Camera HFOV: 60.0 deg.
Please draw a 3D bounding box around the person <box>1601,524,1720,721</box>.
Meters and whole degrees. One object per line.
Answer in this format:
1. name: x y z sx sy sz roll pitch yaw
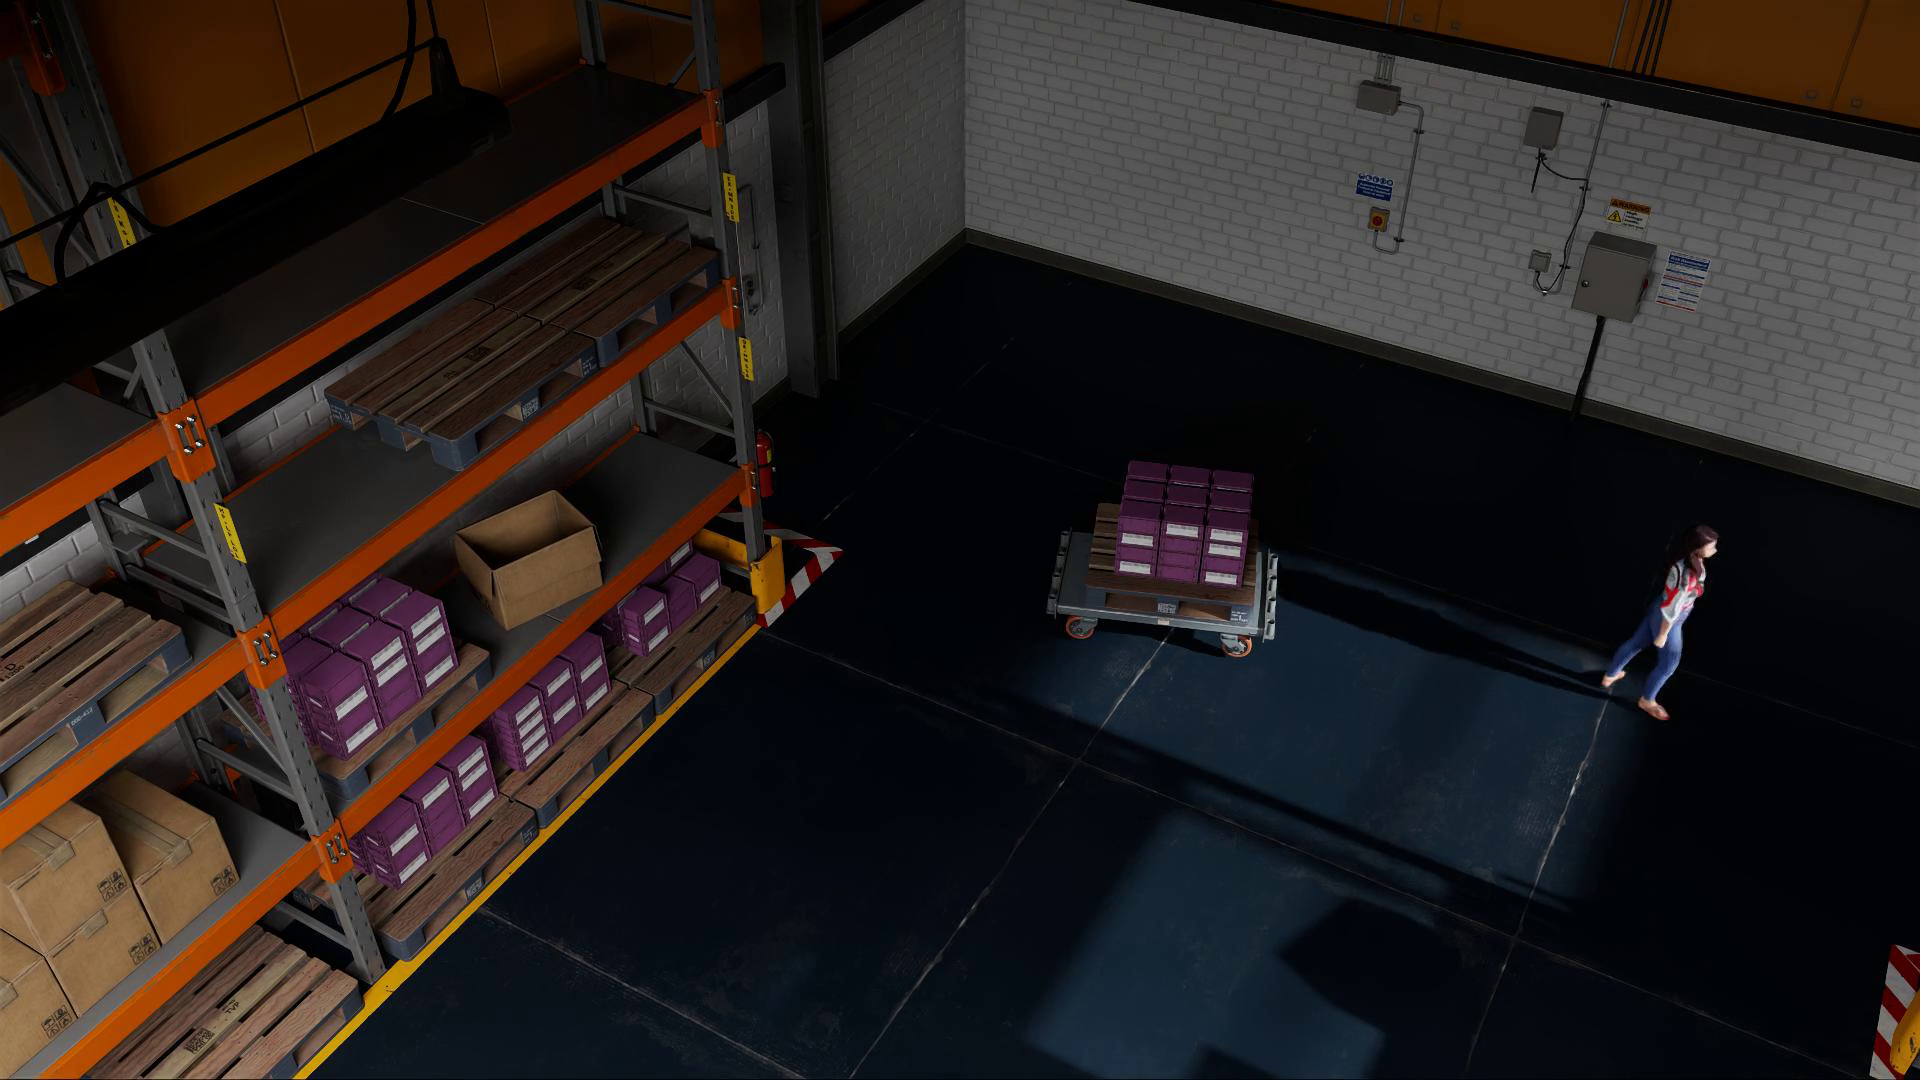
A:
1. person: 4.782 0.507 11.351 0.748 1.590 0.696 9 40 12
